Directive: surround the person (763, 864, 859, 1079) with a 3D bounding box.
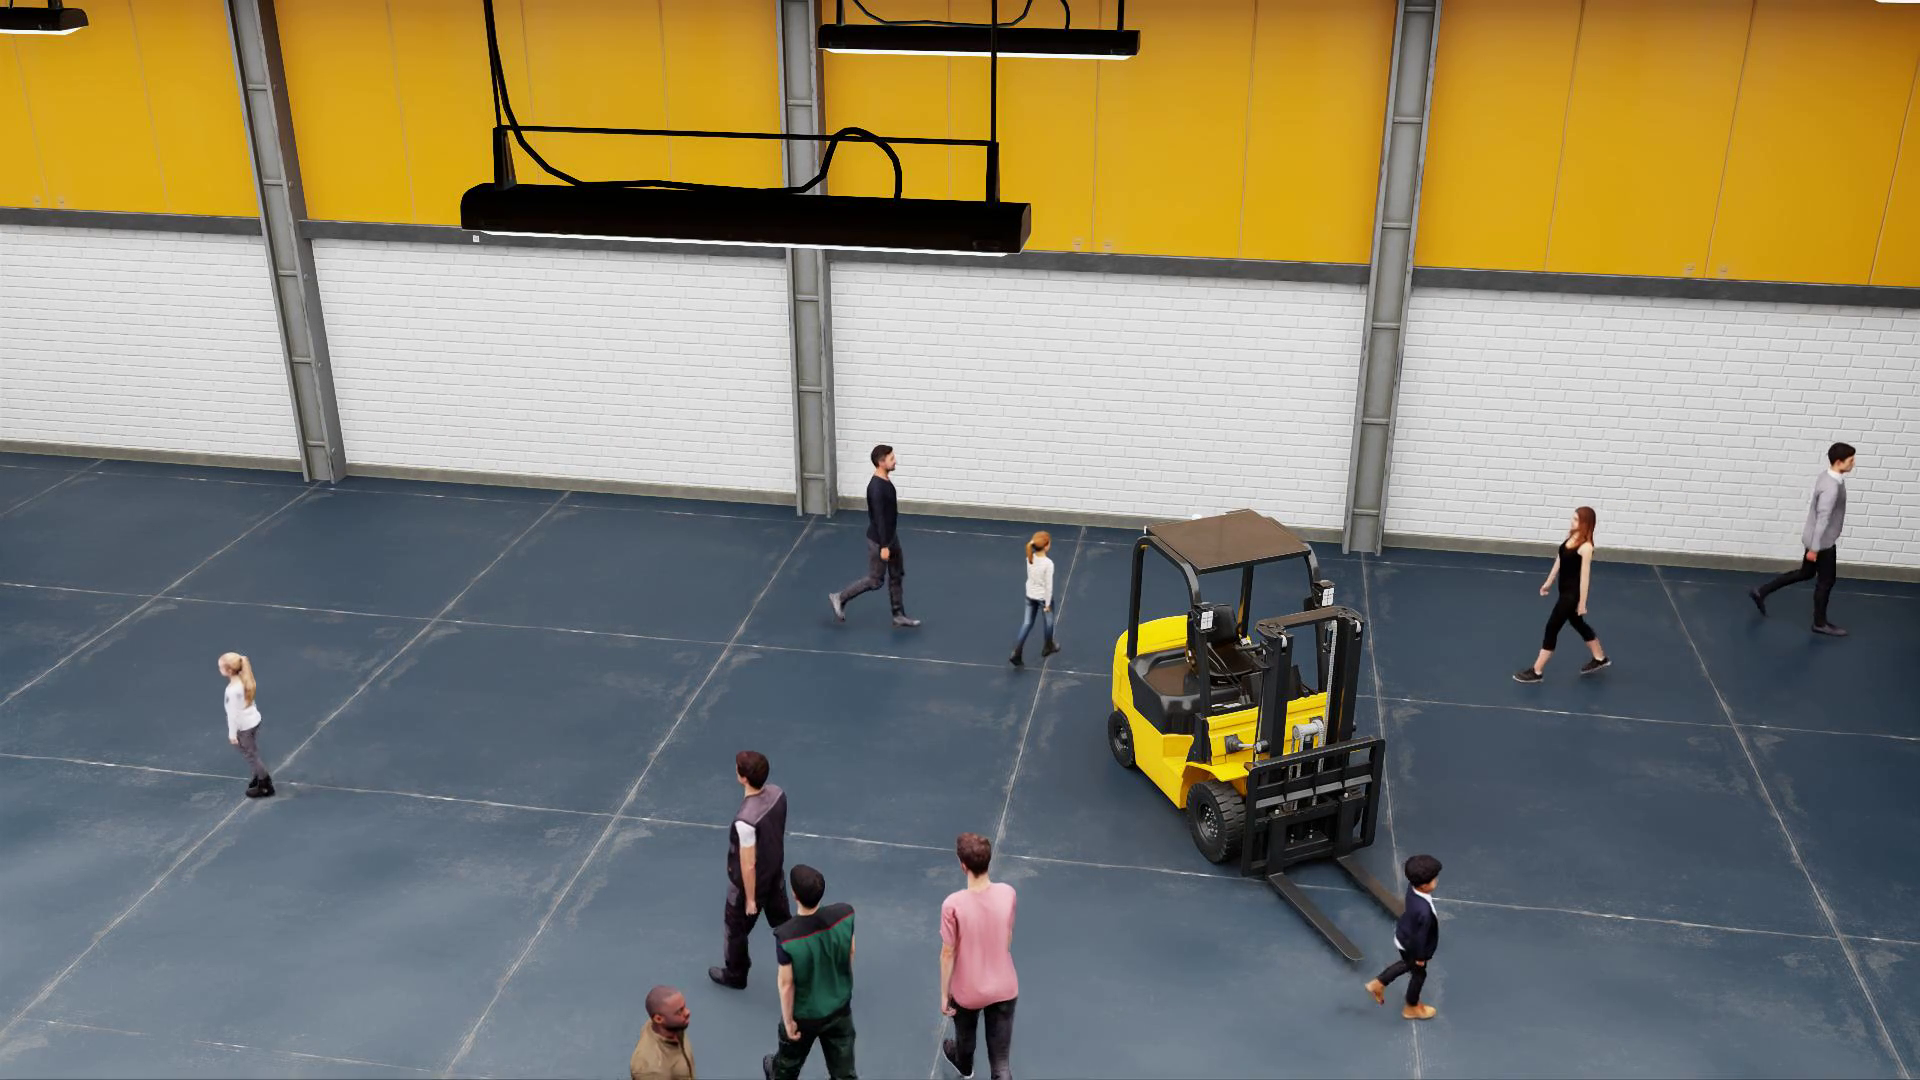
[{"bbox_3d":[-0.760,2.727,9.479,1.226,1.852,1.209,-12,26,-26],"label":"person"}]

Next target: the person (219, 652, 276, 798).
[{"bbox_3d":[-5.560,1.455,13.117,0.567,1.268,0.553,-1,24,-2],"label":"person"}]

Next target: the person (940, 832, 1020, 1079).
[{"bbox_3d":[0.172,2.659,9.572,1.238,1.903,1.074,-8,25,-18],"label":"person"}]

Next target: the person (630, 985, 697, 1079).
[{"bbox_3d":[-1.569,3.097,8.699,1.063,1.800,0.788,2,24,4],"label":"person"}]

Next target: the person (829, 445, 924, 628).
[{"bbox_3d":[-0.821,0.002,15.718,1.115,1.847,0.632,4,24,9],"label":"person"}]

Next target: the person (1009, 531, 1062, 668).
[{"bbox_3d":[0.665,0.553,15.153,0.897,1.292,0.808,17,29,34],"label":"person"}]

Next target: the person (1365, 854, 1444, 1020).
[{"bbox_3d":[2.870,2.548,10.685,0.731,1.214,0.586,0,24,-1],"label":"person"}]

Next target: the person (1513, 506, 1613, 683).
[{"bbox_3d":[5.525,0.492,14.795,1.178,1.689,0.700,0,24,1],"label":"person"}]

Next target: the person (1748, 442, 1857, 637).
[{"bbox_3d":[8.051,-0.043,15.741,1.225,1.913,0.892,10,25,21],"label":"person"}]

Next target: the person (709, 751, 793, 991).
[{"bbox_3d":[-1.205,2.202,10.723,1.224,1.818,0.874,11,26,24],"label":"person"}]
